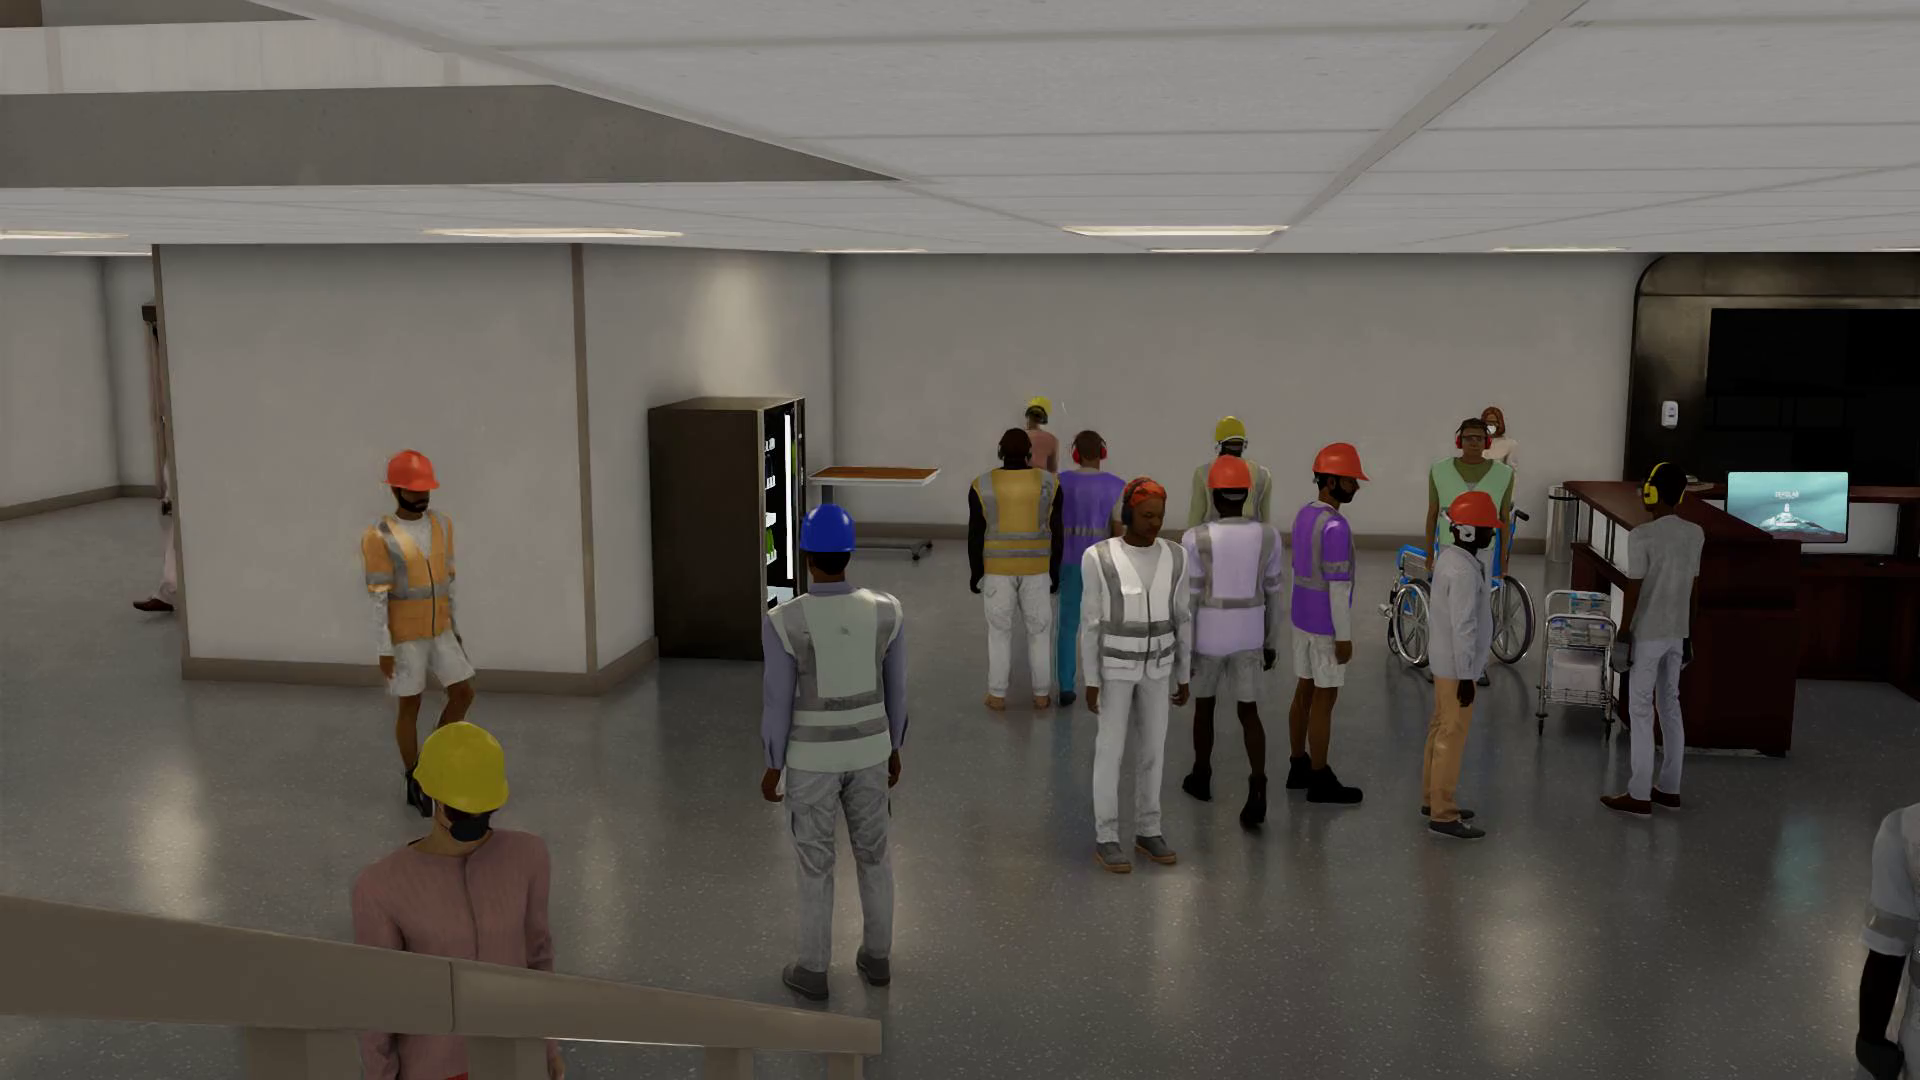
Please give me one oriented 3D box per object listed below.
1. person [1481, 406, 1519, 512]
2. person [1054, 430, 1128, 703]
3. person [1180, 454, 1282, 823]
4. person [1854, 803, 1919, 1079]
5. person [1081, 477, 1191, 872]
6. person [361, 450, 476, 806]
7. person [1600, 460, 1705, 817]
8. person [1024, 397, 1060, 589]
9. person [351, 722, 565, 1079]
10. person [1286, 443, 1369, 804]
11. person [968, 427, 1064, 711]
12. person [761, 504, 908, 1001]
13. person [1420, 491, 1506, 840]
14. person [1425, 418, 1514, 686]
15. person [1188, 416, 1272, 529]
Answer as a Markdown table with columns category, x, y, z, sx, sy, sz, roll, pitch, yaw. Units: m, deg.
| category | x | y | z | sx | sy | sz | roll | pitch | yaw |
| --- | --- | --- | --- | --- | --- | --- | --- | --- | --- |
| person | 4.794 | -0.399 | 15.101 | 0.504 | 1.627 | 0.285 | 5 | 10 | 28 |
| person | 0.845 | 0.161 | 11.138 | 0.564 | 1.788 | 0.935 | 2 | 9 | 12 |
| person | 1.405 | 0.508 | 8.645 | 0.556 | 1.909 | 0.880 | -1 | 9 | -6 |
| person | 2.434 | 1.252 | 3.896 | 0.618 | 1.953 | 0.384 | 6 | 11 | 33 |
| person | 0.849 | 0.635 | 7.934 | 0.576 | 1.880 | 0.382 | -3 | 10 | -20 |
| person | -2.807 | 0.487 | 8.697 | 0.457 | 1.922 | 0.585 | 6 | 11 | 35 |
| person | 3.638 | 0.516 | 8.723 | 0.503 | 1.865 | 0.336 | -4 | 10 | -26 |
| person | 0.671 | -0.380 | 14.676 | 0.580 | 1.729 | 0.404 | -6 | 11 | -34 |
| person | -1.229 | 1.306 | 4.154 | 0.522 | 1.761 | 0.321 | -8 | 12 | -42 |
| person | 1.976 | 0.440 | 8.960 | 0.376 | 1.933 | 0.545 | -2 | 9 | -10 |
| person | 0.357 | 0.193 | 10.772 | 0.624 | 1.845 | 0.430 | -1 | 9 | -4 |
| person | -0.493 | 0.827 | 6.519 | 0.603 | 1.949 | 0.389 | -4 | 10 | -25 |
| person | 2.548 | 0.617 | 8.421 | 0.343 | 1.749 | 0.572 | 1 | 9 | 9 |
| person | 3.496 | 0.076 | 11.464 | 0.565 | 1.849 | 0.389 | 3 | 10 | 15 |
| person | 1.897 | 0.039 | 11.783 | 0.593 | 1.825 | 0.403 | -2 | 9 | -12 |
